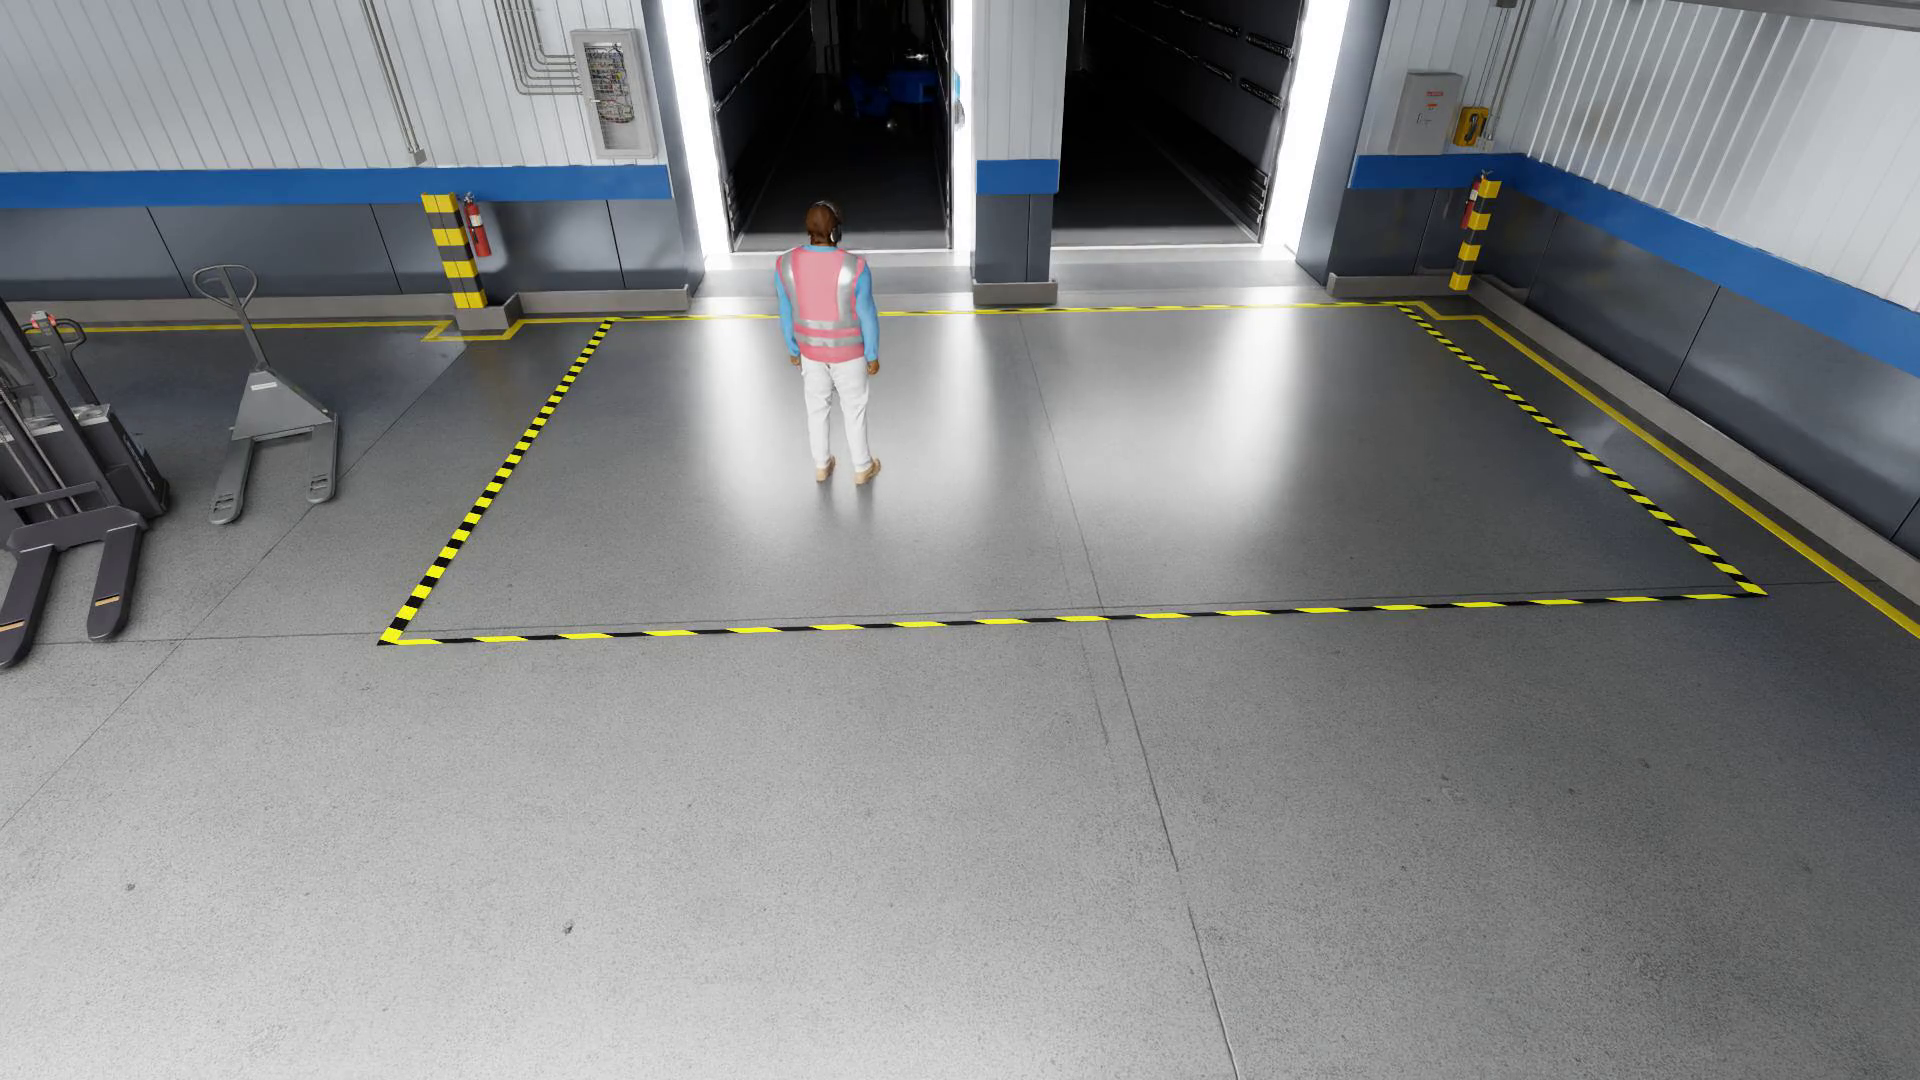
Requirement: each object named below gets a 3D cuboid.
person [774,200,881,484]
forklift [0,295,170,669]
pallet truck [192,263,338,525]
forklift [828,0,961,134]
[{"bbox_3d":[-0.809,-1.220,5.878,0.633,1.841,0.429,7,35,10],"label":"person"},{"bbox_3d":[-5.212,-0.618,4.878,0.823,1.965,1.885,-20,39,-26],"label":"forklift"},{"bbox_3d":[-4.778,-1.027,6.128,0.680,1.201,1.601,-17,38,-23],"label":"pallet truck"},{"bbox_3d":[-1.119,-8.158,15.400,1.157,2.036,2.680,-24,42,-31],"label":"forklift"}]
